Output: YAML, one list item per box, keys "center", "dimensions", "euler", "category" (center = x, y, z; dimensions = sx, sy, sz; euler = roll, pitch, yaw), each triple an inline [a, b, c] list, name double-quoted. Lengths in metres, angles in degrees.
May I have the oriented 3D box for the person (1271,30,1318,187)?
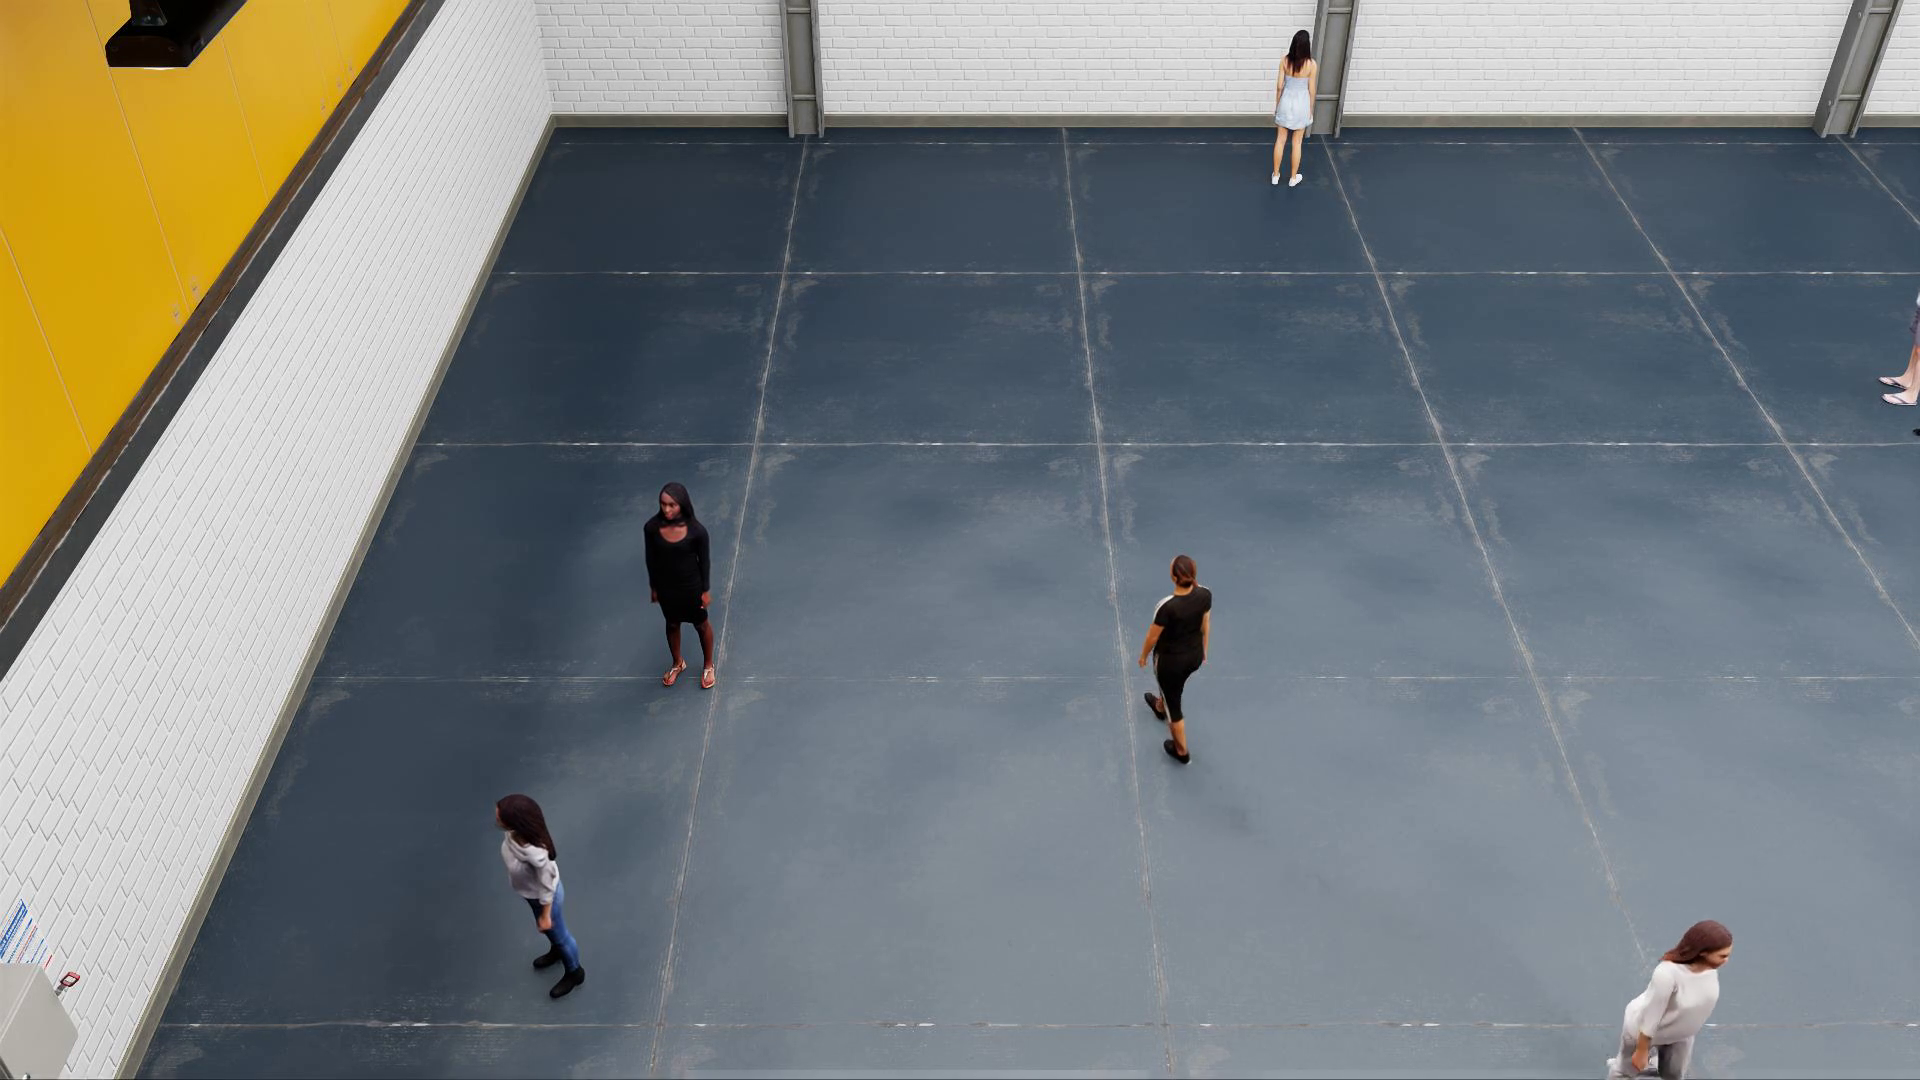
- center: [3.589, -4.652, 17.905]
  dimensions: [0.574, 1.731, 0.712]
  euler: [12, 40, 15]
  category: "person"

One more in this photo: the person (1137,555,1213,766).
- center: [1.487, 0.821, 11.121]
  dimensions: [0.977, 1.644, 0.928]
  euler: [-18, 42, -21]
  category: "person"

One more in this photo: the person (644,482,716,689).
- center: [-1.954, 0.320, 11.687]
  dimensions: [0.488, 1.720, 0.697]
  euler: [5, 39, 6]
  category: "person"

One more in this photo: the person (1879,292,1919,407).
- center: [8.548, -2.037, 14.550]
  dimensions: [0.675, 1.831, 0.727]
  euler: [13, 40, 16]
  category: "person"

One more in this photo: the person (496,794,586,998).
- center: [-2.417, 2.021, 9.628]
  dimensions: [0.677, 1.631, 0.678]
  euler: [-20, 43, -23]
  category: "person"

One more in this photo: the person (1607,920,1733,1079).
- center: [3.727, 2.543, 8.935]
  dimensions: [0.680, 1.681, 0.785]
  euler: [-10, 40, -13]
  category: "person"
